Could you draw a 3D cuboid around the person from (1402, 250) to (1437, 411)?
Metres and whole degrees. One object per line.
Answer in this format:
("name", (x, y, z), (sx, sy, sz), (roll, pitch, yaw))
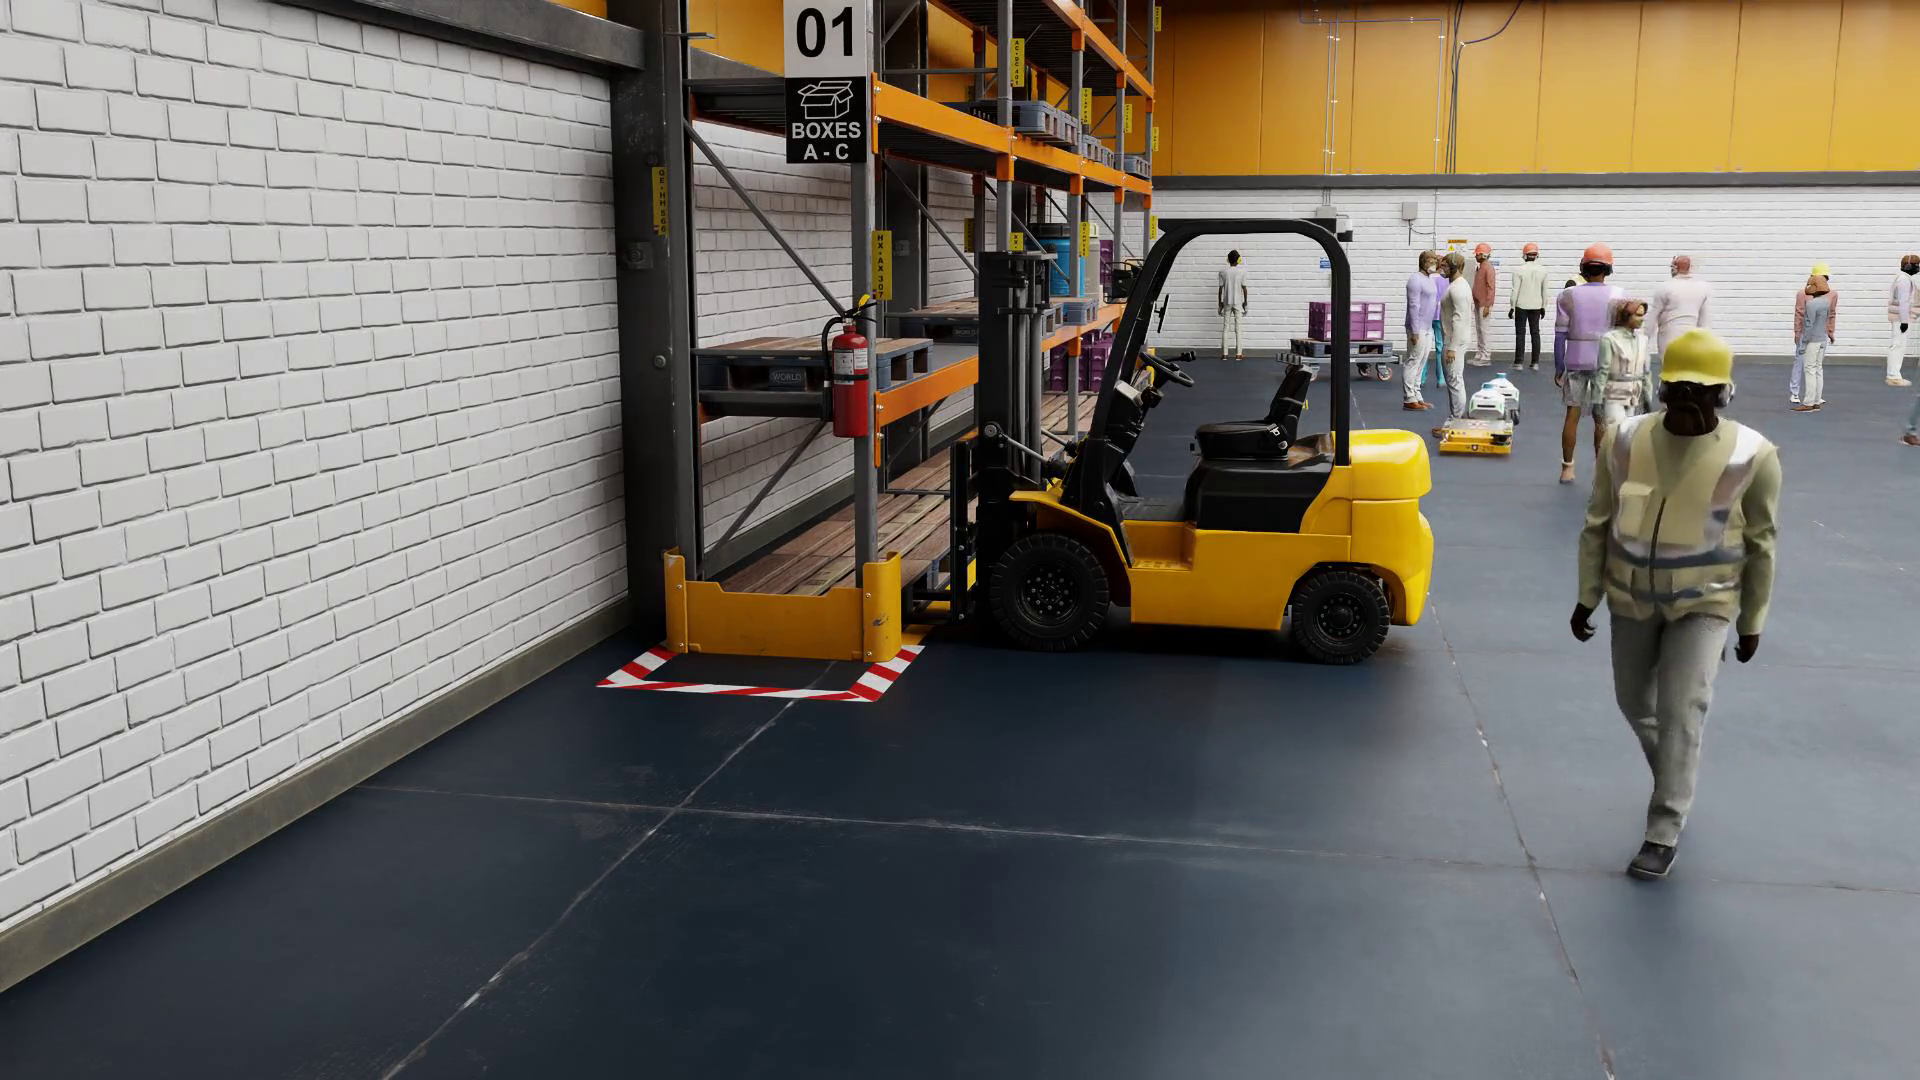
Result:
("person", (5.567, -2.526, 20.089), (0.371, 1.935, 0.627), (7, 12, 33))

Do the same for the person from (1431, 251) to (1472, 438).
("person", (5.134, -2.022, 17.312), (0.356, 1.938, 0.633), (3, 11, 16))

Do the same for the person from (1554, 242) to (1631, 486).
("person", (5.315, -1.474, 14.011), (0.609, 2.048, 0.367), (6, 12, 30))

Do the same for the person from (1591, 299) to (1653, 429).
("person", (5.114, -1.036, 12.772), (0.539, 1.615, 0.565), (-7, 12, -32))

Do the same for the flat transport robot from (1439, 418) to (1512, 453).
("flat transport robot", (5.150, -1.048, 16.547), (0.652, 0.197, 1.431), (4, 11, 19))

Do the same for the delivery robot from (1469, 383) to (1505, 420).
("delivery robot", (5.549, -1.412, 17.504), (0.477, 0.478, 0.707), (3, 11, 19))

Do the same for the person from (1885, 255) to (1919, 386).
("person", (13.323, -3.096, 23.469), (0.429, 1.840, 0.636), (5, 11, 25))

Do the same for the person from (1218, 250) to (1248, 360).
("person", (4.643, -3.989, 28.285), (0.513, 1.872, 0.328), (3, 11, 16))

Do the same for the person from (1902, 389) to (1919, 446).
("person", (9.756, -1.687, 16.432), (0.529, 1.584, 0.854), (-3, 11, -18))

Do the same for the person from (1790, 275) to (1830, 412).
("person", (10.230, -2.353, 19.966), (0.500, 1.633, 0.280), (-9, 14, -41))

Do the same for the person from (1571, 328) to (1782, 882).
("person", (2.438, 0.177, 5.641), (0.594, 1.804, 0.822), (9, 14, 41))

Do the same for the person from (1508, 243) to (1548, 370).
("person", (8.966, -3.685, 26.275), (0.623, 1.992, 0.392), (-2, 10, -9))

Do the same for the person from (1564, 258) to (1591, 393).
("person", (8.370, -2.876, 22.258), (0.634, 1.842, 0.429), (-5, 11, -26))

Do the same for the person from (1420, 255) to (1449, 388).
("person", (6.559, -3.021, 23.043), (0.571, 1.843, 0.373), (4, 11, 22))

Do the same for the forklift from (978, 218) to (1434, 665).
("forklift", (1.285, -0.567, 8.635), (2.313, 2.155, 1.214), (2, 11, 11))

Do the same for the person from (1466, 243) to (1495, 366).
("person", (8.501, -3.836, 27.098), (0.396, 1.992, 0.623), (0, 10, 2))

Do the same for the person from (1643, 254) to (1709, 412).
("person", (8.154, -2.327, 19.136), (0.653, 1.883, 0.739), (-3, 11, -15))

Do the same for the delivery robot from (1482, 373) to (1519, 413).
("delivery robot", (6.084, -1.637, 18.741), (0.477, 0.478, 0.707), (2, 10, 11))

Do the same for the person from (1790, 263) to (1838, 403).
("person", (10.767, -2.600, 20.952), (0.525, 1.769, 0.327), (0, 10, 0))
